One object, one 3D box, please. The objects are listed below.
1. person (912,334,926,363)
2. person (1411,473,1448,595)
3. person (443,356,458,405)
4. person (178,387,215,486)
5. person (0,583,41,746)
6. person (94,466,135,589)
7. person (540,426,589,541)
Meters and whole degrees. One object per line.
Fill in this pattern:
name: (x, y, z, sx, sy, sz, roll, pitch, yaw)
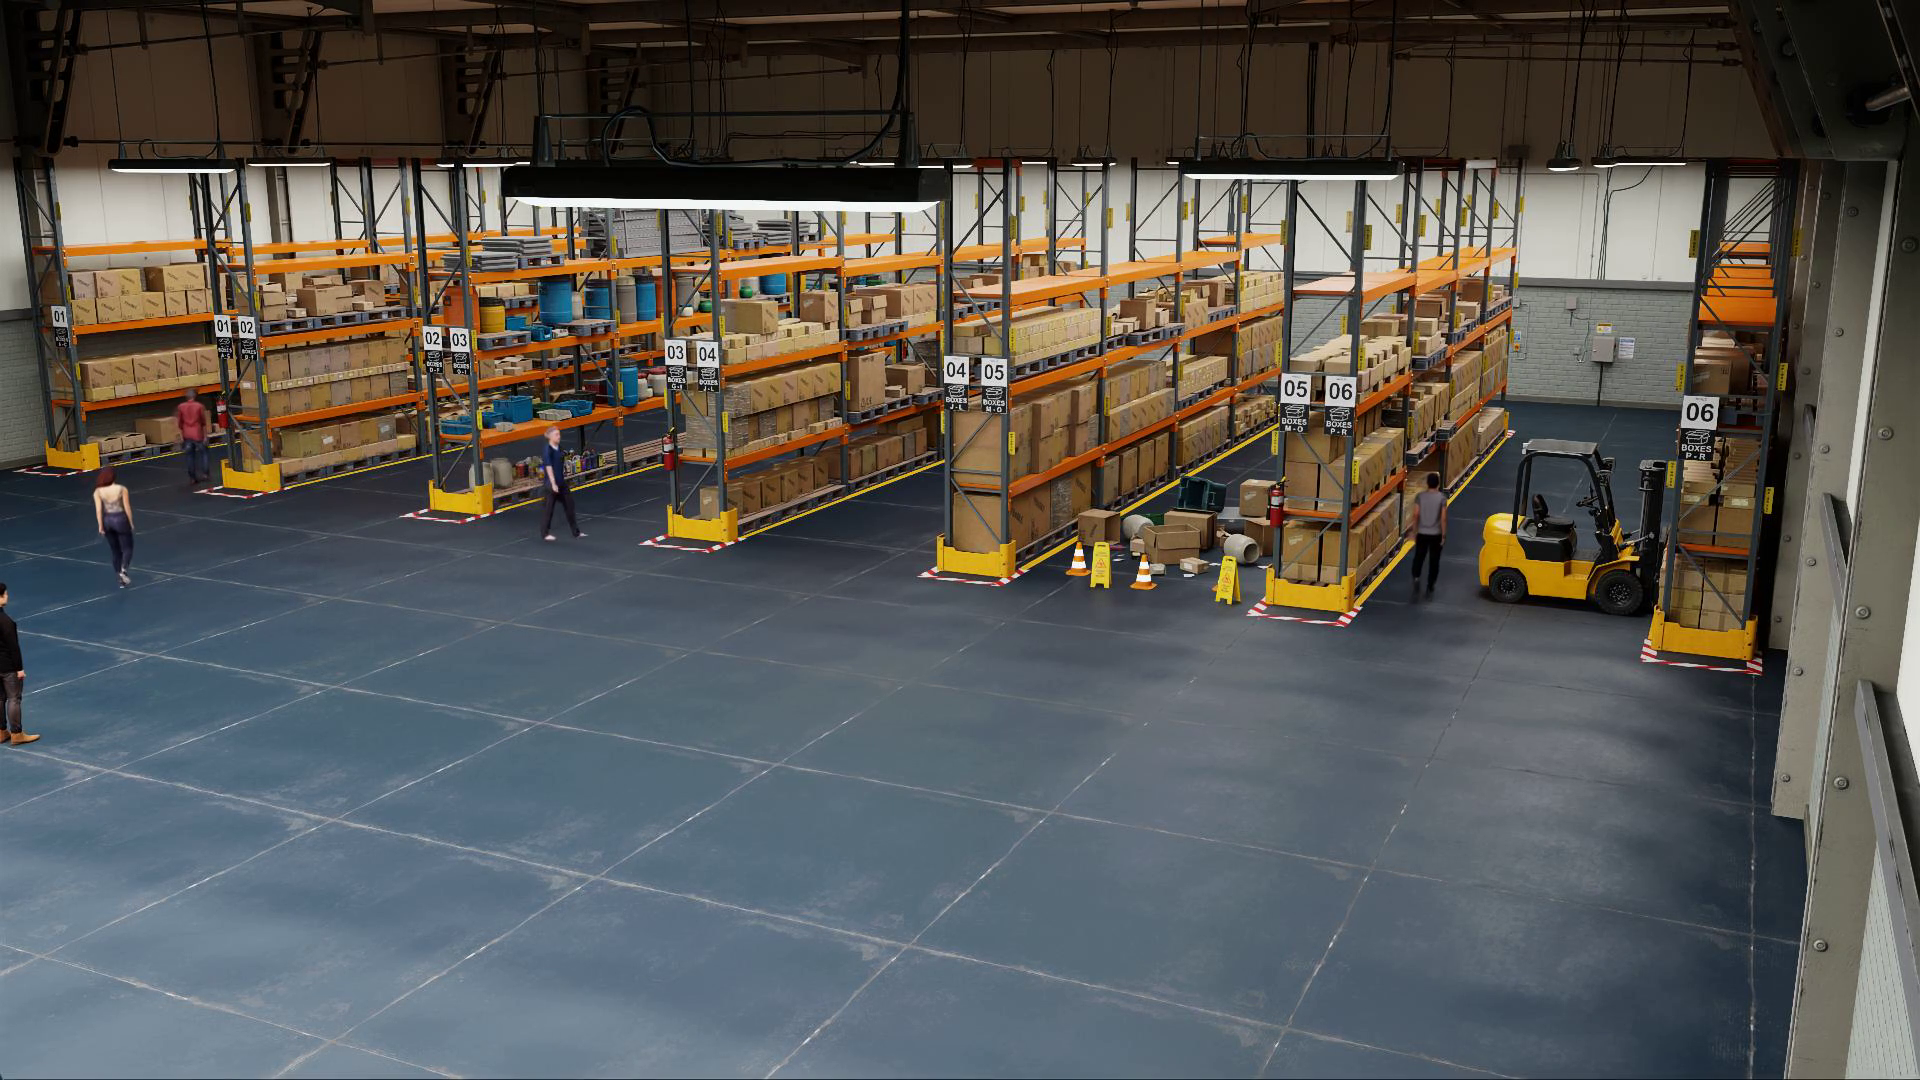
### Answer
person: (-0.893, -4.049, 40.165, 0.925, 1.842, 1.171, 1, 13, 5)
person: (6.532, -0.061, 23.180, 0.619, 1.737, 0.892, 6, 14, 24)
person: (-12.291, -3.987, 40.190, 0.673, 1.711, 0.625, 7, 15, 27)
person: (-14.346, -1.931, 31.084, 0.865, 1.813, 0.902, -2, 13, -7)
person: (-10.002, 1.285, 17.398, 0.647, 1.722, 0.511, 6, 14, 23)
person: (-11.964, -0.160, 23.563, 0.812, 1.756, 0.874, -4, 14, -15)
person: (-6.535, -0.875, 26.474, 0.728, 1.836, 0.945, 7, 15, 26)
